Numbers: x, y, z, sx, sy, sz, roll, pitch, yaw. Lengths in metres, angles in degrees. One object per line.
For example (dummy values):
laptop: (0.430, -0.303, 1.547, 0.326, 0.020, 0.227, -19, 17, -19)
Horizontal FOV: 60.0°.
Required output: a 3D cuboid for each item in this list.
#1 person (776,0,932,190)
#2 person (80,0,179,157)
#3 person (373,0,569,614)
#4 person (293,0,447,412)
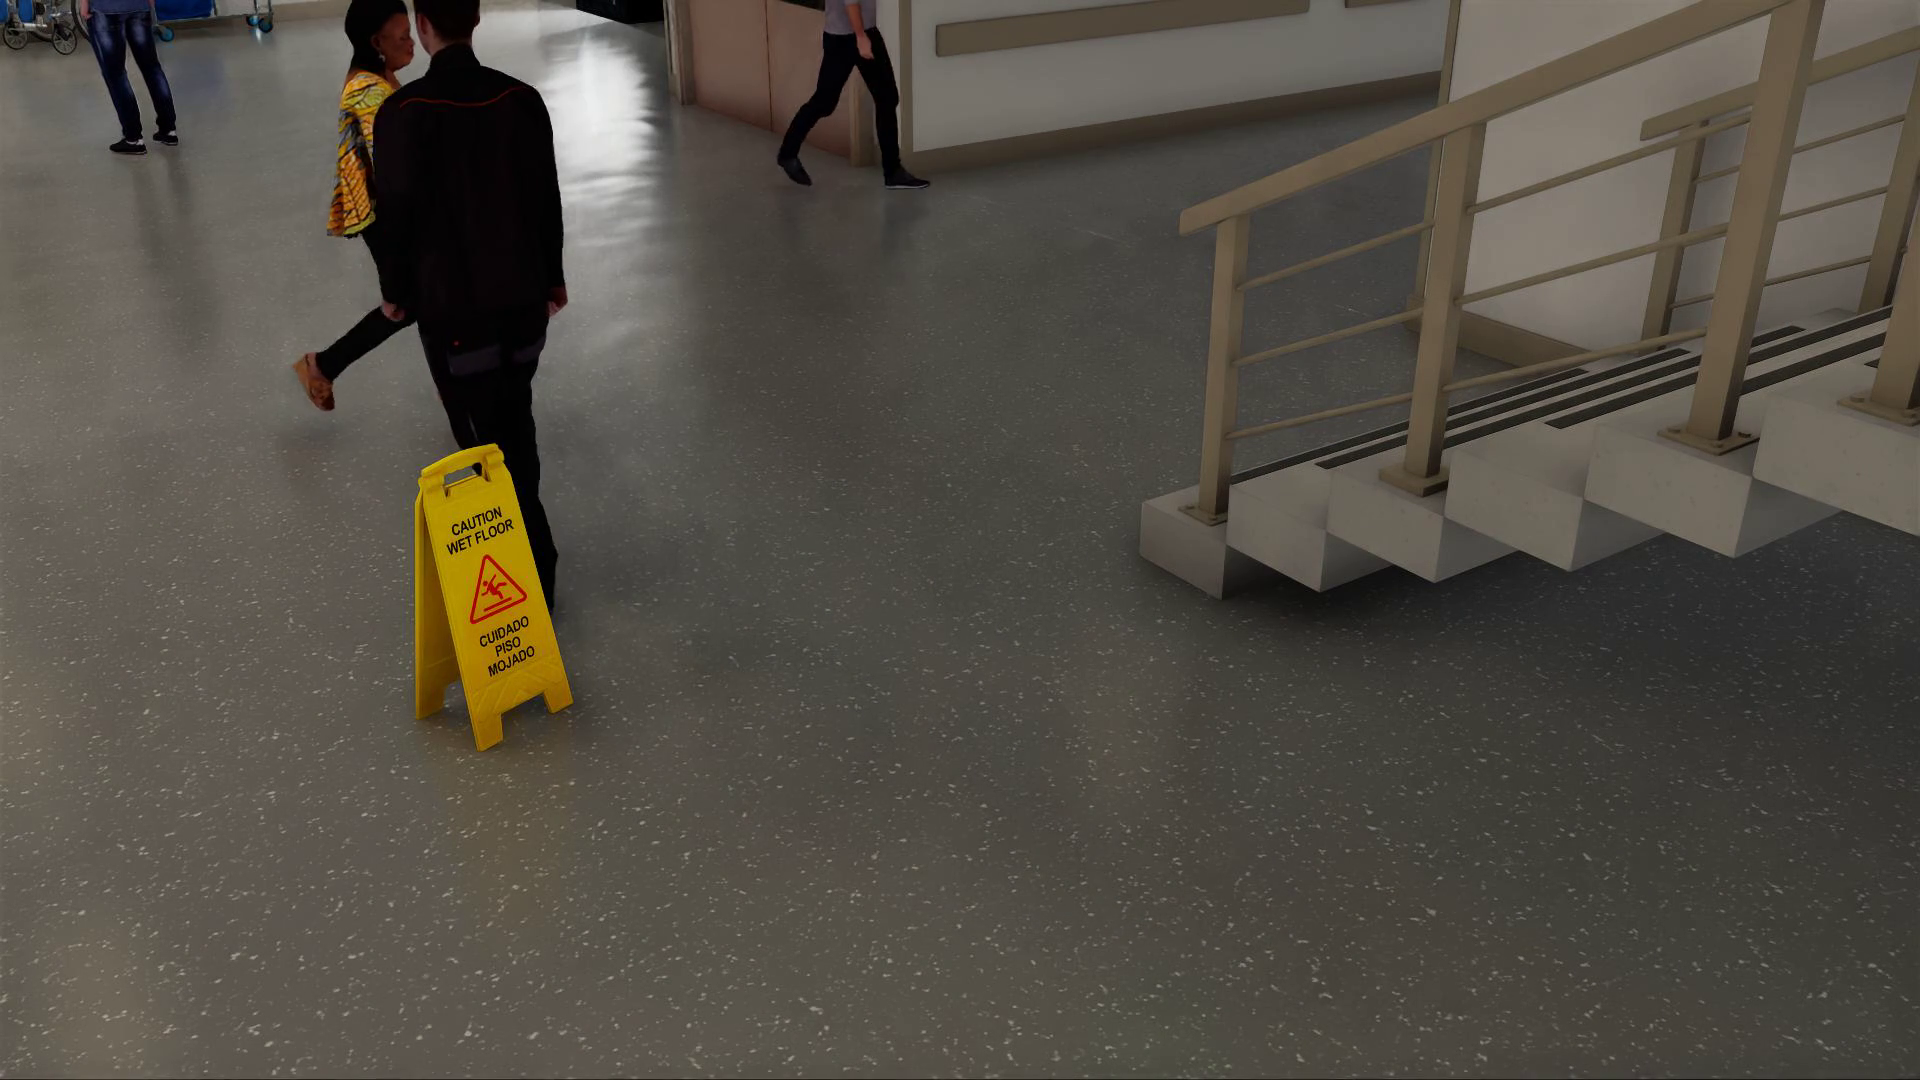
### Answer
person: (-0.728, -2.912, 9.662, 1.316, 1.787, 1.115, 11, 28, 21)
person: (-5.411, -3.421, 10.673, 0.760, 1.825, 0.797, 13, 29, 25)
person: (-1.363, -0.674, 4.907, 1.052, 1.885, 0.834, 21, 32, 36)
person: (-2.208, -1.192, 6.280, 0.954, 1.627, 1.026, -7, 27, -14)
